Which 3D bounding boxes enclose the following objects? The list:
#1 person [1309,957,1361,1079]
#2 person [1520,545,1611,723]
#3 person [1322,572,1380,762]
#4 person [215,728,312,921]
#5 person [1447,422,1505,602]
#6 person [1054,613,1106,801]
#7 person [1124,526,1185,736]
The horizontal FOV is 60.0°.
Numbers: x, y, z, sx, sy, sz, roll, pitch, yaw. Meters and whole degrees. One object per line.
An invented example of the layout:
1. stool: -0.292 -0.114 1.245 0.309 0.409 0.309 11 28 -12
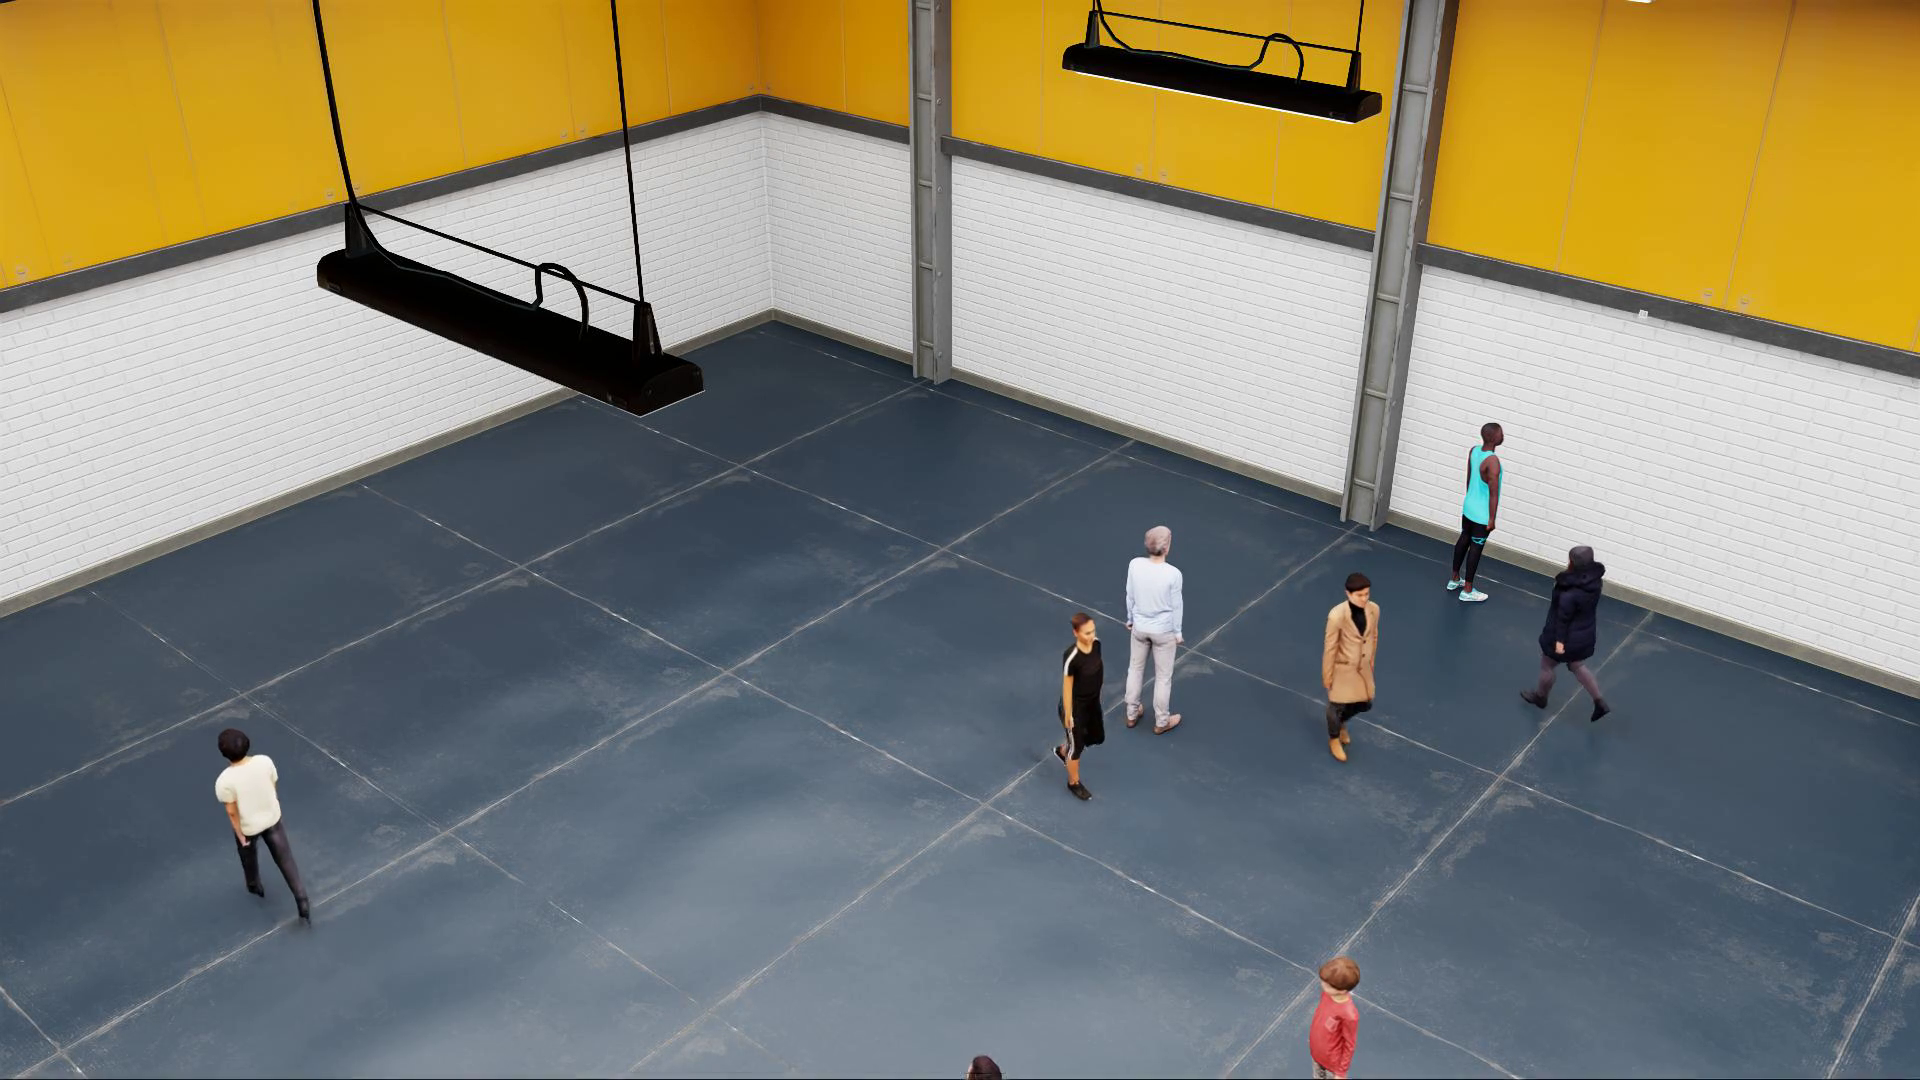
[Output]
1. person: 2.253 3.074 10.031 0.649 1.417 0.559 -8 30 -14
2. person: 5.193 0.801 13.949 0.808 1.655 1.084 -20 35 -32
3. person: 3.136 0.978 13.564 0.831 1.713 0.889 -10 30 -18
4. person: -4.922 2.041 11.784 0.662 1.552 1.018 -25 37 -37
5. person: 4.913 -0.288 15.783 0.756 1.810 0.655 -7 29 -13
6. person: 0.896 1.262 13.102 0.706 1.658 0.614 25 37 38
7. person: 1.606 0.746 13.804 0.562 1.890 0.752 16 33 27
